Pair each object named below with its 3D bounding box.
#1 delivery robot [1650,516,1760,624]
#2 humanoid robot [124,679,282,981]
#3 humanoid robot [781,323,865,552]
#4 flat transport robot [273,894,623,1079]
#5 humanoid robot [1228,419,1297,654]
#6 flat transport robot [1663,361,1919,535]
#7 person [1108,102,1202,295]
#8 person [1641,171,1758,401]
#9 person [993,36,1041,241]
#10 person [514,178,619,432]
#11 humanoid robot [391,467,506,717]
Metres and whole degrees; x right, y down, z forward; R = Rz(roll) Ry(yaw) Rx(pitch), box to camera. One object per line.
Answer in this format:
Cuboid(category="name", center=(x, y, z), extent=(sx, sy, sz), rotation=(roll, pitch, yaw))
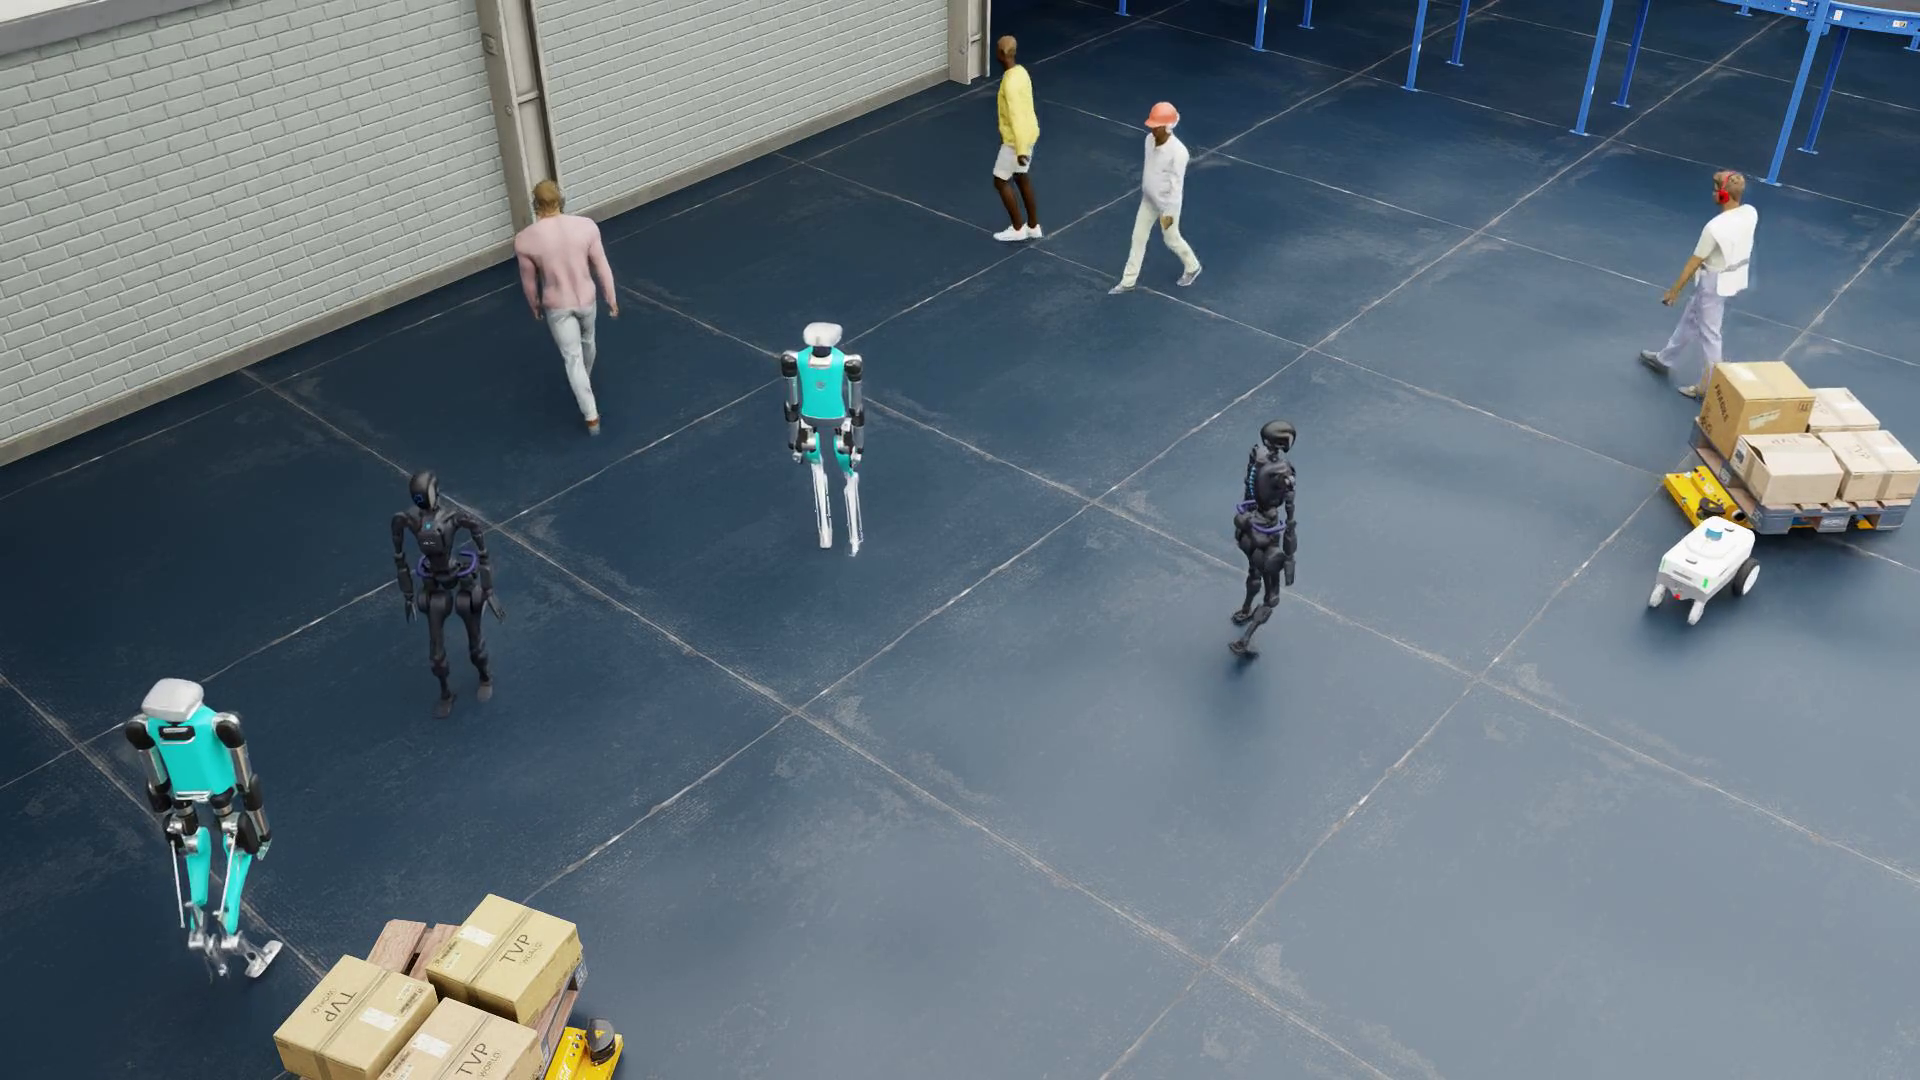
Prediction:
Cuboid(category="delivery robot", center=(4.884, 0.155, 10.915), extent=(0.765, 0.585, 0.499), rotation=(-29, 45, -34))
Cuboid(category="humanoid robot", center=(-3.614, 1.559, 7.979), extent=(0.535, 1.848, 0.681), rotation=(-1, 35, -1))
Cuboid(category="humanoid robot", center=(-0.862, -0.731, 11.134), extent=(0.539, 1.783, 0.662), rotation=(3, 36, 5))
Cuboid(category="flat transport robot", center=(-2.386, 2.508, 7.866), extent=(1.431, 0.231, 0.659), rotation=(5, 36, 7))
Cuboid(category="humanoid robot", center=(1.863, -0.035, 10.235), extent=(0.488, 1.631, 0.590), rotation=(-13, 37, -17))
Cuboid(category="flat transport robot", center=(5.848, -0.320, 11.836), extent=(1.431, 0.231, 0.659), rotation=(-2, 36, -3))
Cuboid(category="person", center=(1.748, -2.930, 14.264), extent=(0.839, 1.729, 0.573), rotation=(-19, 40, -24))
Cuboid(category="person", center=(5.701, -1.985, 12.842), extent=(0.585, 1.801, 0.863), rotation=(-28, 44, -33))
Cuboid(category="person", center=(0.541, -3.627, 15.108), extent=(0.522, 1.862, 0.568), rotation=(10, 37, 14))
Cuboid(category="person", center=(-2.961, -1.825, 12.565), extent=(0.650, 1.874, 1.000), rotation=(-15, 38, -21))
Cuboid(category="humanoid robot", center=(-2.981, 0.306, 9.748), extent=(0.600, 1.655, 0.355), rotation=(-1, 35, -1))
